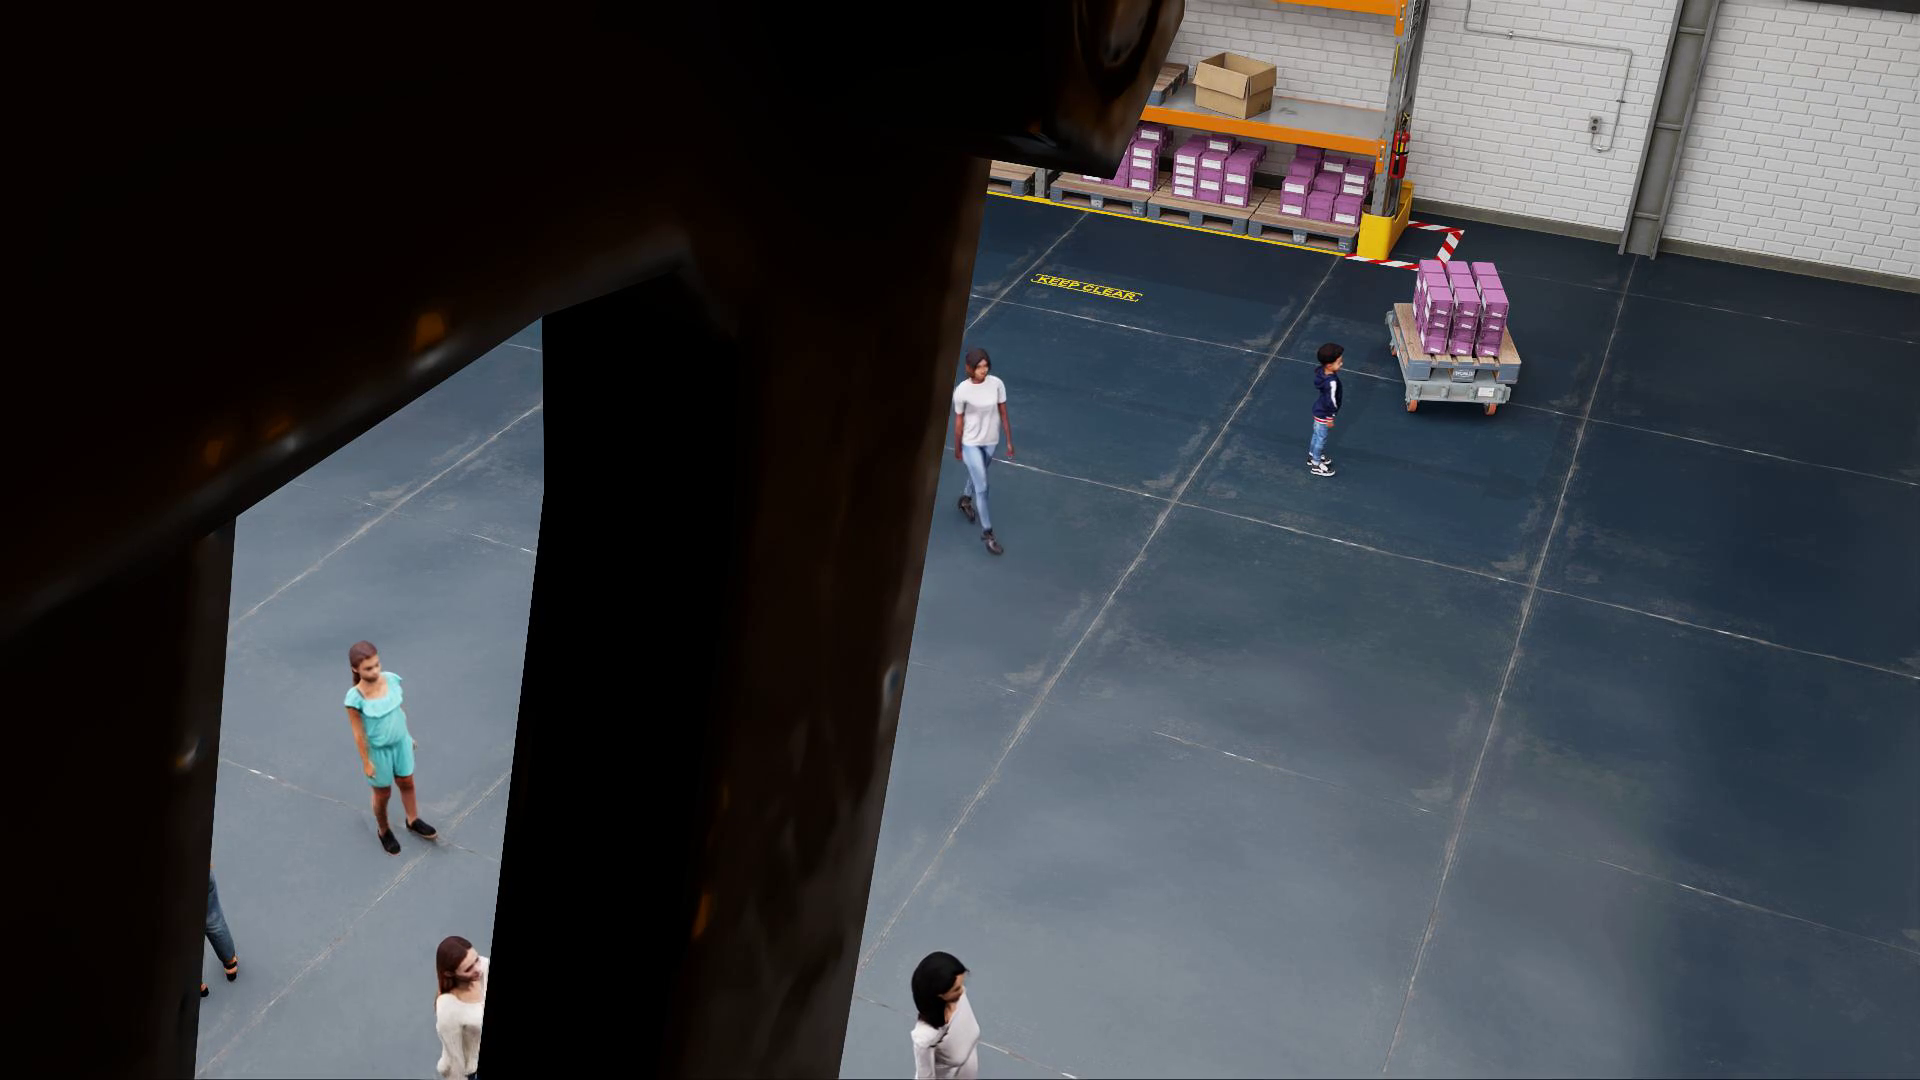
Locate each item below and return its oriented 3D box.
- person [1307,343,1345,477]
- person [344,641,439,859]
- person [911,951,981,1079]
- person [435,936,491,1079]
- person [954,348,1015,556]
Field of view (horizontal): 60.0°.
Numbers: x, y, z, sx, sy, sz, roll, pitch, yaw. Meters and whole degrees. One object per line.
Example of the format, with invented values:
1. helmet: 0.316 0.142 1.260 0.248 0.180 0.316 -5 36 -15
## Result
1. person: 3.160 -1.145 14.387 0.593 1.220 0.585 1 34 2
2. person: -3.614 1.279 10.434 0.616 1.559 0.604 25 41 32
3. person: -0.088 2.664 8.221 0.570 1.701 0.623 12 35 17
4. person: -2.467 2.598 8.357 1.133 1.661 0.725 9 35 13
5. person: 0.134 -0.797 13.451 1.006 1.676 1.183 -17 37 -24
